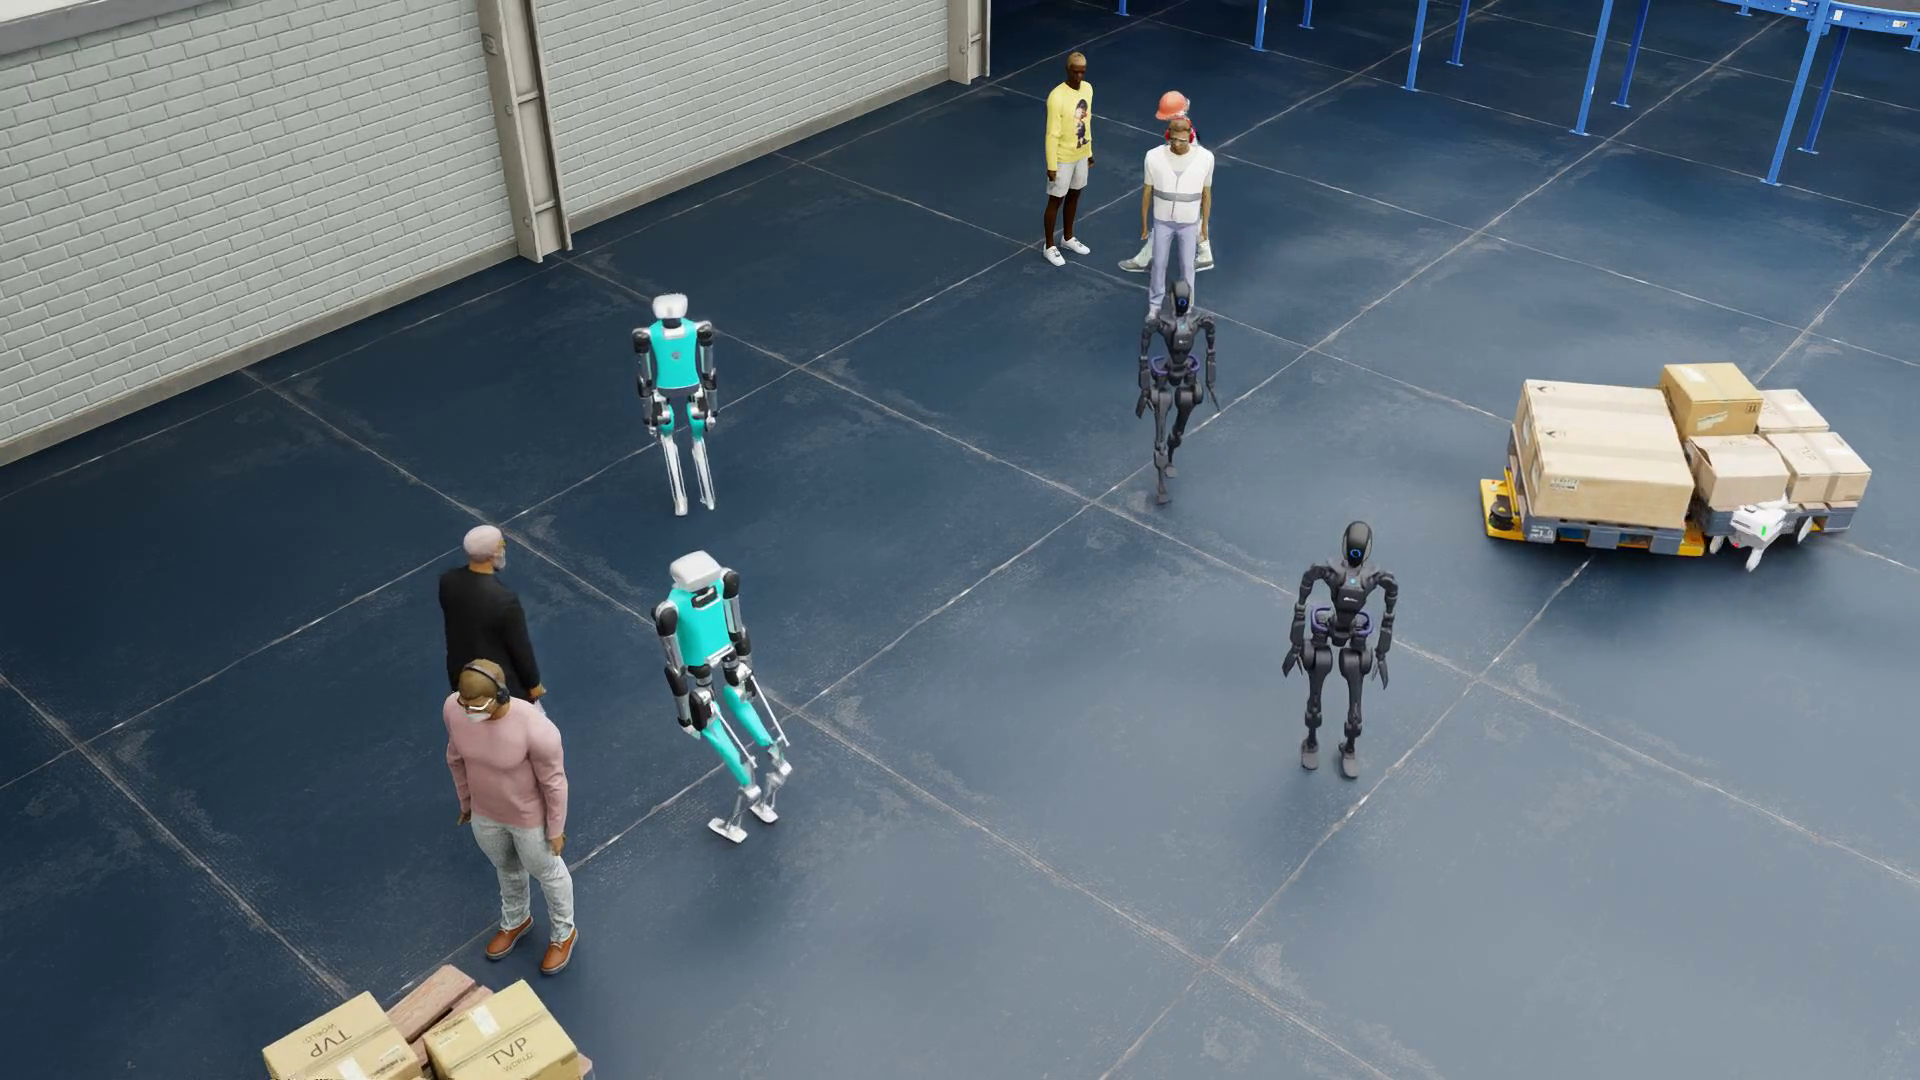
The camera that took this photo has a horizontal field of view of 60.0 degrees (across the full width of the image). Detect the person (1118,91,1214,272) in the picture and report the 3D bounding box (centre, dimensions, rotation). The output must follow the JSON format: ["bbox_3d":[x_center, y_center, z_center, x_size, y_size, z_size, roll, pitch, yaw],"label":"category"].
[{"bbox_3d":[1.871,-3.103,14.517,0.882,1.687,0.564,0,35,1],"label":"person"}]

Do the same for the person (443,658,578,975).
[{"bbox_3d":[-2.177,1.329,8.089,0.627,1.934,0.373,12,37,17],"label":"person"}]

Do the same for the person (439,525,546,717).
[{"bbox_3d":[-2.522,0.726,9.027,0.537,1.834,0.441,17,39,22],"label":"person"}]

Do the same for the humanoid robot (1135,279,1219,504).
[{"bbox_3d":[1.547,-1.051,11.669,0.593,1.635,0.722,-5,36,-7],"label":"humanoid robot"}]

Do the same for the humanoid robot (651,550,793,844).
[{"bbox_3d":[-1.186,0.889,8.825,0.728,1.732,0.530,28,44,33],"label":"humanoid robot"}]

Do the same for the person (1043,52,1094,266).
[{"bbox_3d":[0.962,-3.396,14.751,0.556,1.898,0.355,-29,45,-35],"label":"person"}]

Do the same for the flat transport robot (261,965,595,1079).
[{"bbox_3d":[-2.377,2.741,7.539,1.431,0.231,0.659,23,41,28],"label":"flat transport robot"}]

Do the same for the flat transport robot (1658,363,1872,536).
[{"bbox_3d":[5.482,-0.307,11.818,1.431,0.231,0.659,-2,36,-3],"label":"flat transport robot"}]

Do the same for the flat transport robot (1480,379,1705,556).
[{"bbox_3d":[4.422,-0.203,11.672,1.431,0.231,0.659,5,36,8],"label":"flat transport robot"}]

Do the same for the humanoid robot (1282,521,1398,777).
[{"bbox_3d":[2.121,0.606,9.312,0.590,1.650,0.334,4,36,6],"label":"humanoid robot"}]

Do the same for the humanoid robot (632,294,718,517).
[{"bbox_3d":[-1.943,-0.971,11.448,0.531,1.754,0.701,-8,36,-11],"label":"humanoid robot"}]

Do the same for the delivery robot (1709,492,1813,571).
[{"bbox_3d":[5.500,-0.189,11.399,0.765,0.585,0.499,-29,45,-34],"label":"delivery robot"}]

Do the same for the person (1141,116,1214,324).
[{"bbox_3d":[1.777,-2.642,13.754,0.564,1.833,0.394,5,36,7],"label":"person"}]
